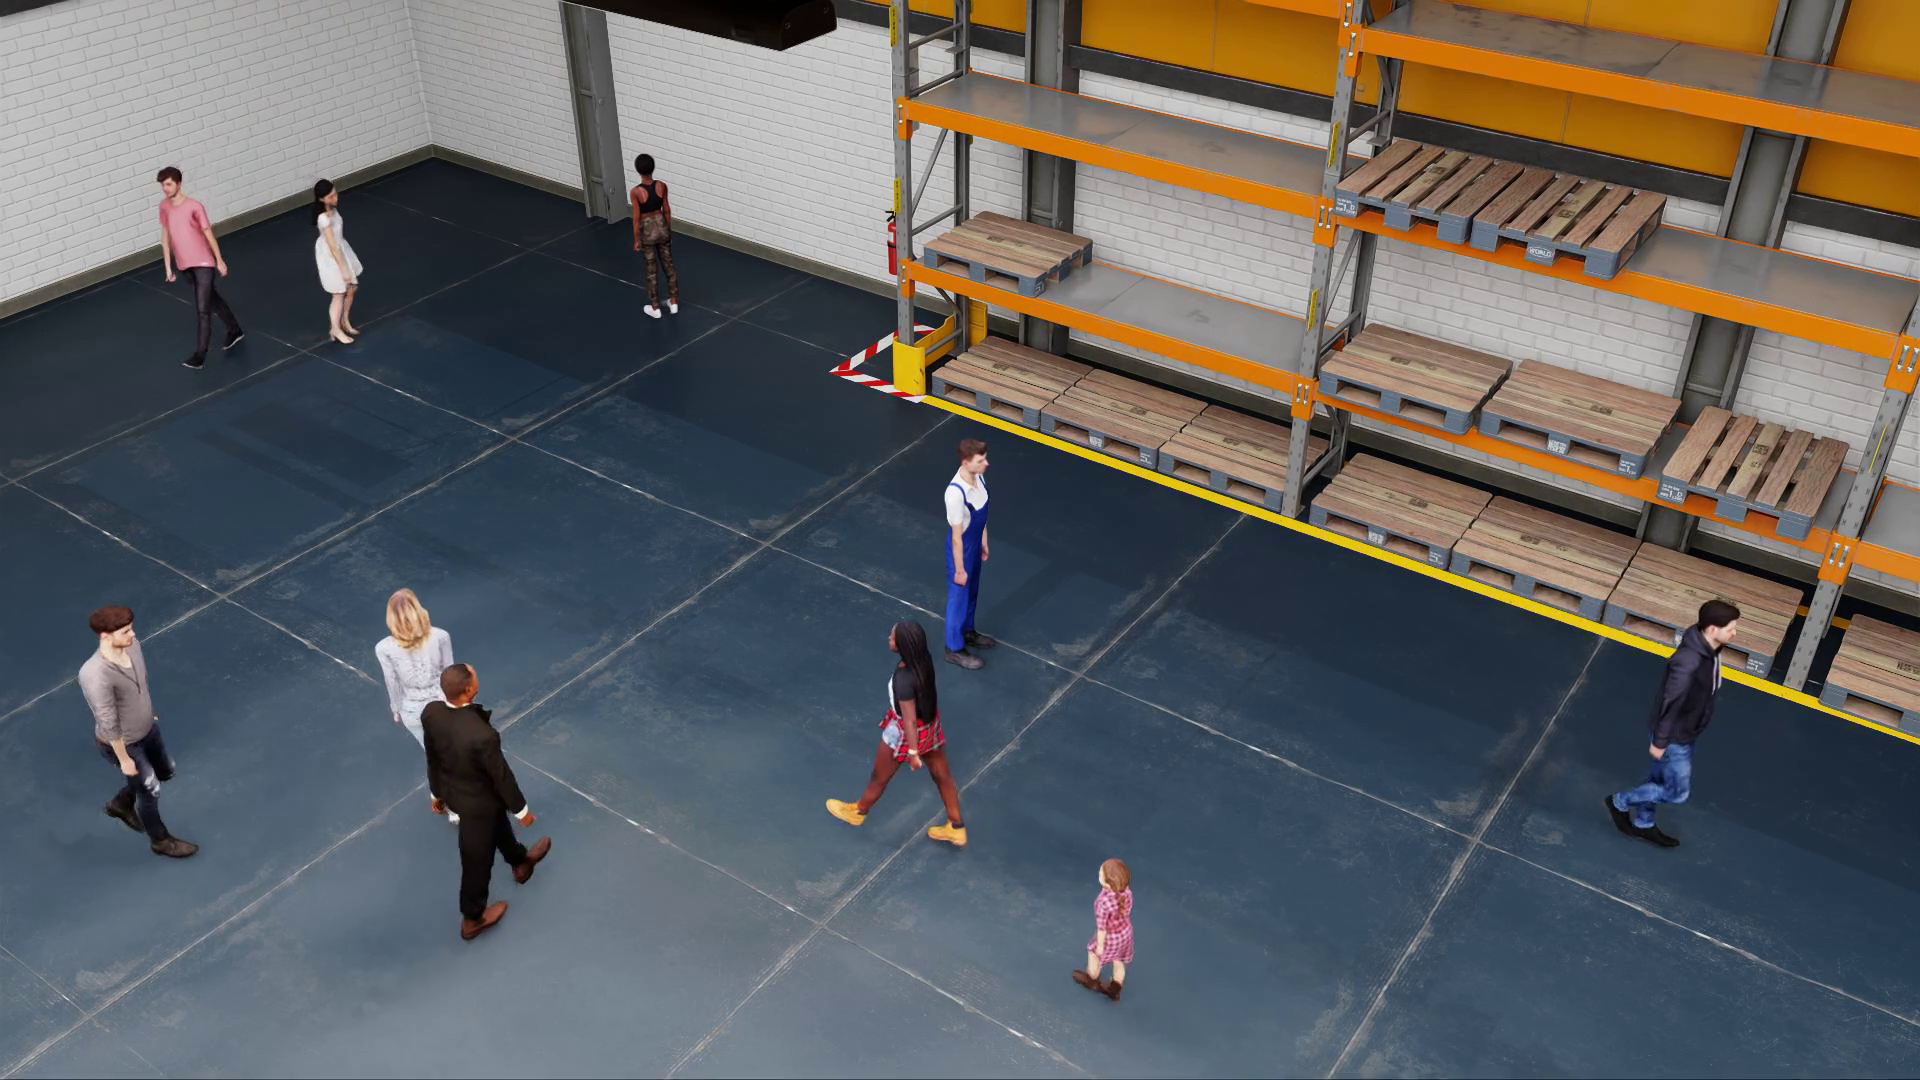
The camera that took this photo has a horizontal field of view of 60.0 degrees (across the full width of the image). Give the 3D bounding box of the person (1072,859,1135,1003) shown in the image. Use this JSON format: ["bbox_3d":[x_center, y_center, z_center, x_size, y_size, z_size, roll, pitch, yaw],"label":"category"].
[{"bbox_3d":[0.888,2.228,9.382,0.583,1.013,0.483,29,43,36],"label":"person"}]

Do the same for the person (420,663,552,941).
[{"bbox_3d":[-2.868,1.557,9.615,0.983,1.873,0.787,21,39,28],"label":"person"}]

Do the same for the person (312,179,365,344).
[{"bbox_3d":[-6.079,-2.659,16.079,0.877,1.740,0.813,-14,36,-21],"label":"person"}]

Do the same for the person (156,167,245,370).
[{"bbox_3d":[-7.243,-2.655,15.919,1.232,1.909,1.015,8,34,12],"label":"person"}]

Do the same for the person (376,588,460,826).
[{"bbox_3d":[-3.314,1.115,10.366,0.862,1.778,0.961,-10,35,-15],"label":"person"}]

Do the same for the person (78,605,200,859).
[{"bbox_3d":[-5.174,1.200,10.154,1.031,1.871,0.931,2,34,4],"label":"person"}]

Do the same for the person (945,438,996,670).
[{"bbox_3d":[0.035,0.065,11.882,0.637,1.849,0.660,13,36,19],"label":"person"}]

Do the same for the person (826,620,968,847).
[{"bbox_3d":[-0.198,1.240,10.267,1.219,1.680,0.821,11,35,16],"label":"person"}]

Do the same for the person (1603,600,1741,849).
[{"bbox_3d":[4.330,1.120,10.265,0.714,1.882,0.681,21,39,28],"label":"person"}]

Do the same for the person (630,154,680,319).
[{"bbox_3d":[-3.076,-3.063,16.720,0.649,1.702,0.648,-20,38,-27],"label":"person"}]
